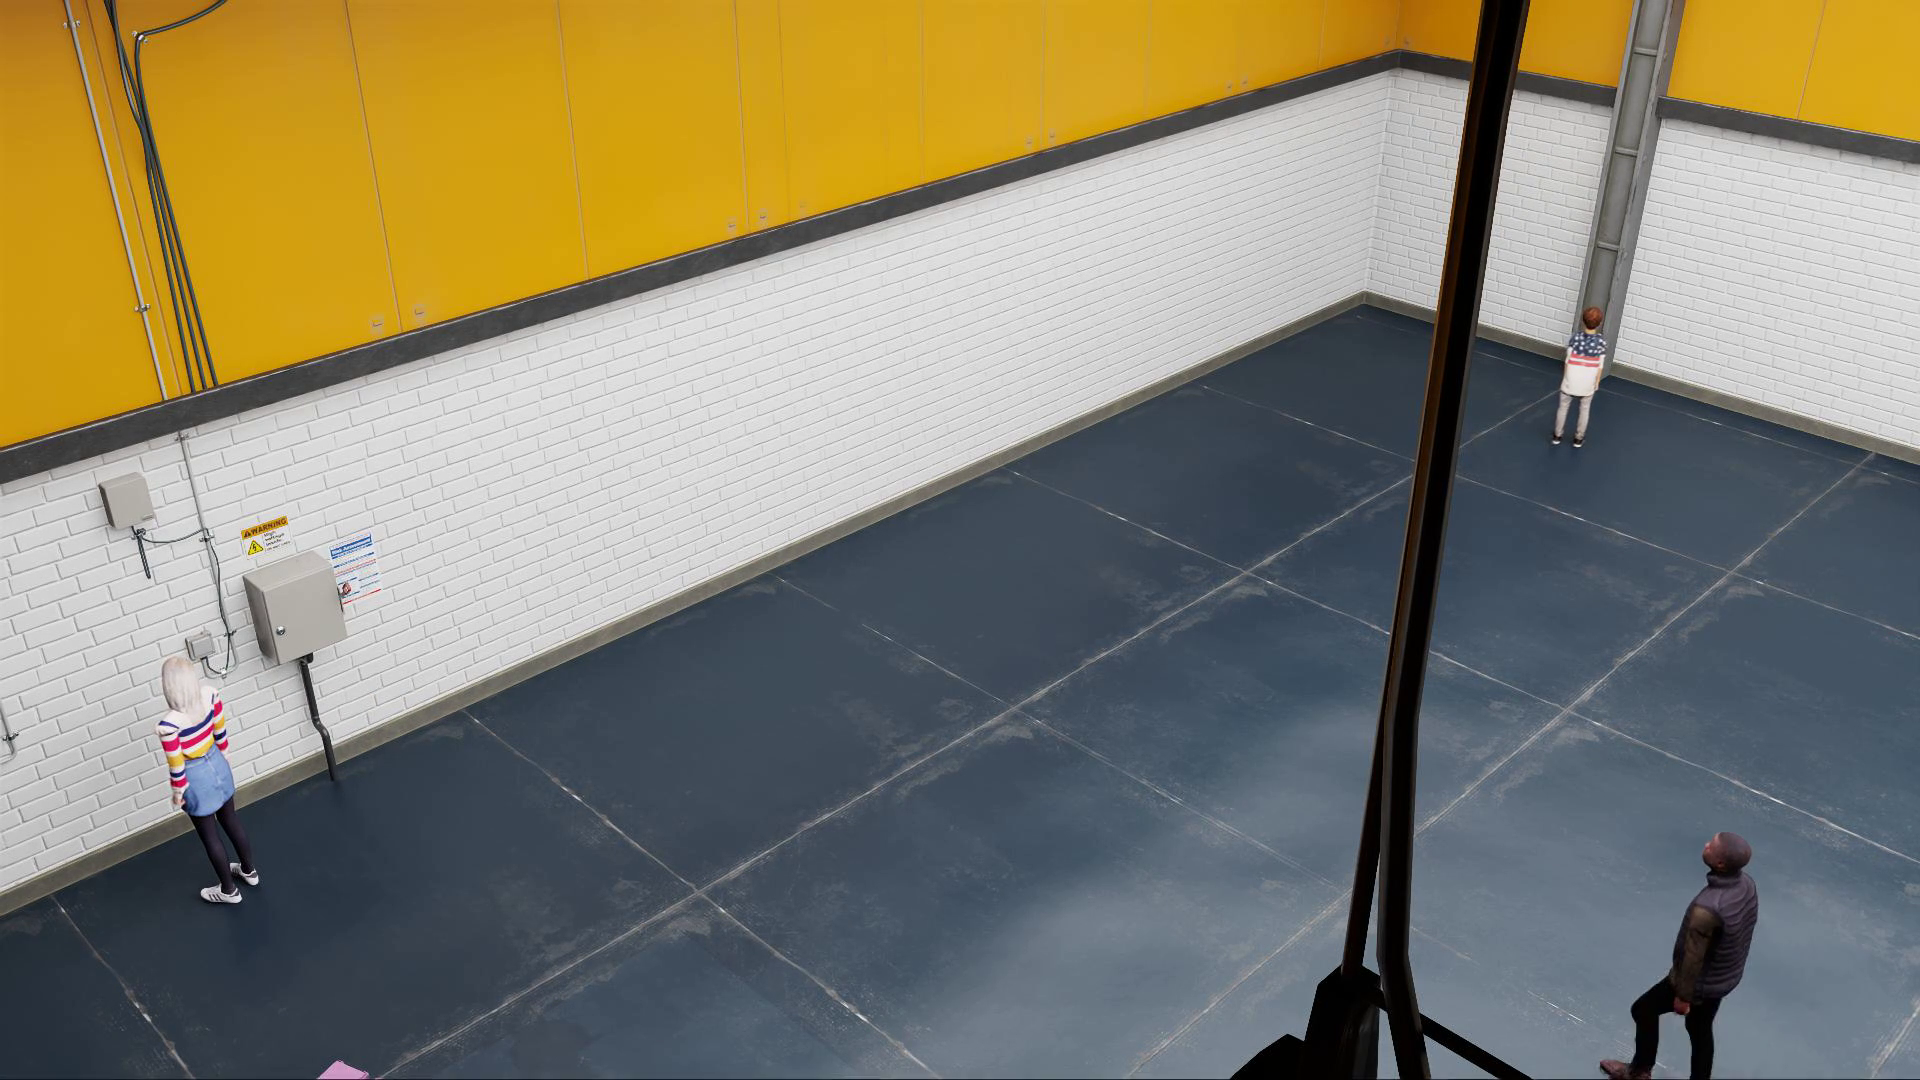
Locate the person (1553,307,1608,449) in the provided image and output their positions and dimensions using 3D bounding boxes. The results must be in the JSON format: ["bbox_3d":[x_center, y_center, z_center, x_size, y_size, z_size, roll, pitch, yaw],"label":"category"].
[{"bbox_3d":[6.171,-1.627,16.533,0.532,1.437,0.636,10,30,18],"label":"person"}]

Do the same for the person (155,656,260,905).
[{"bbox_3d":[-4.734,1.491,10.429,0.692,1.809,0.725,9,30,16],"label":"person"}]

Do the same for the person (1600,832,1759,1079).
[{"bbox_3d":[4.003,2.363,8.821,0.756,1.818,0.817,-21,35,-34],"label":"person"}]
